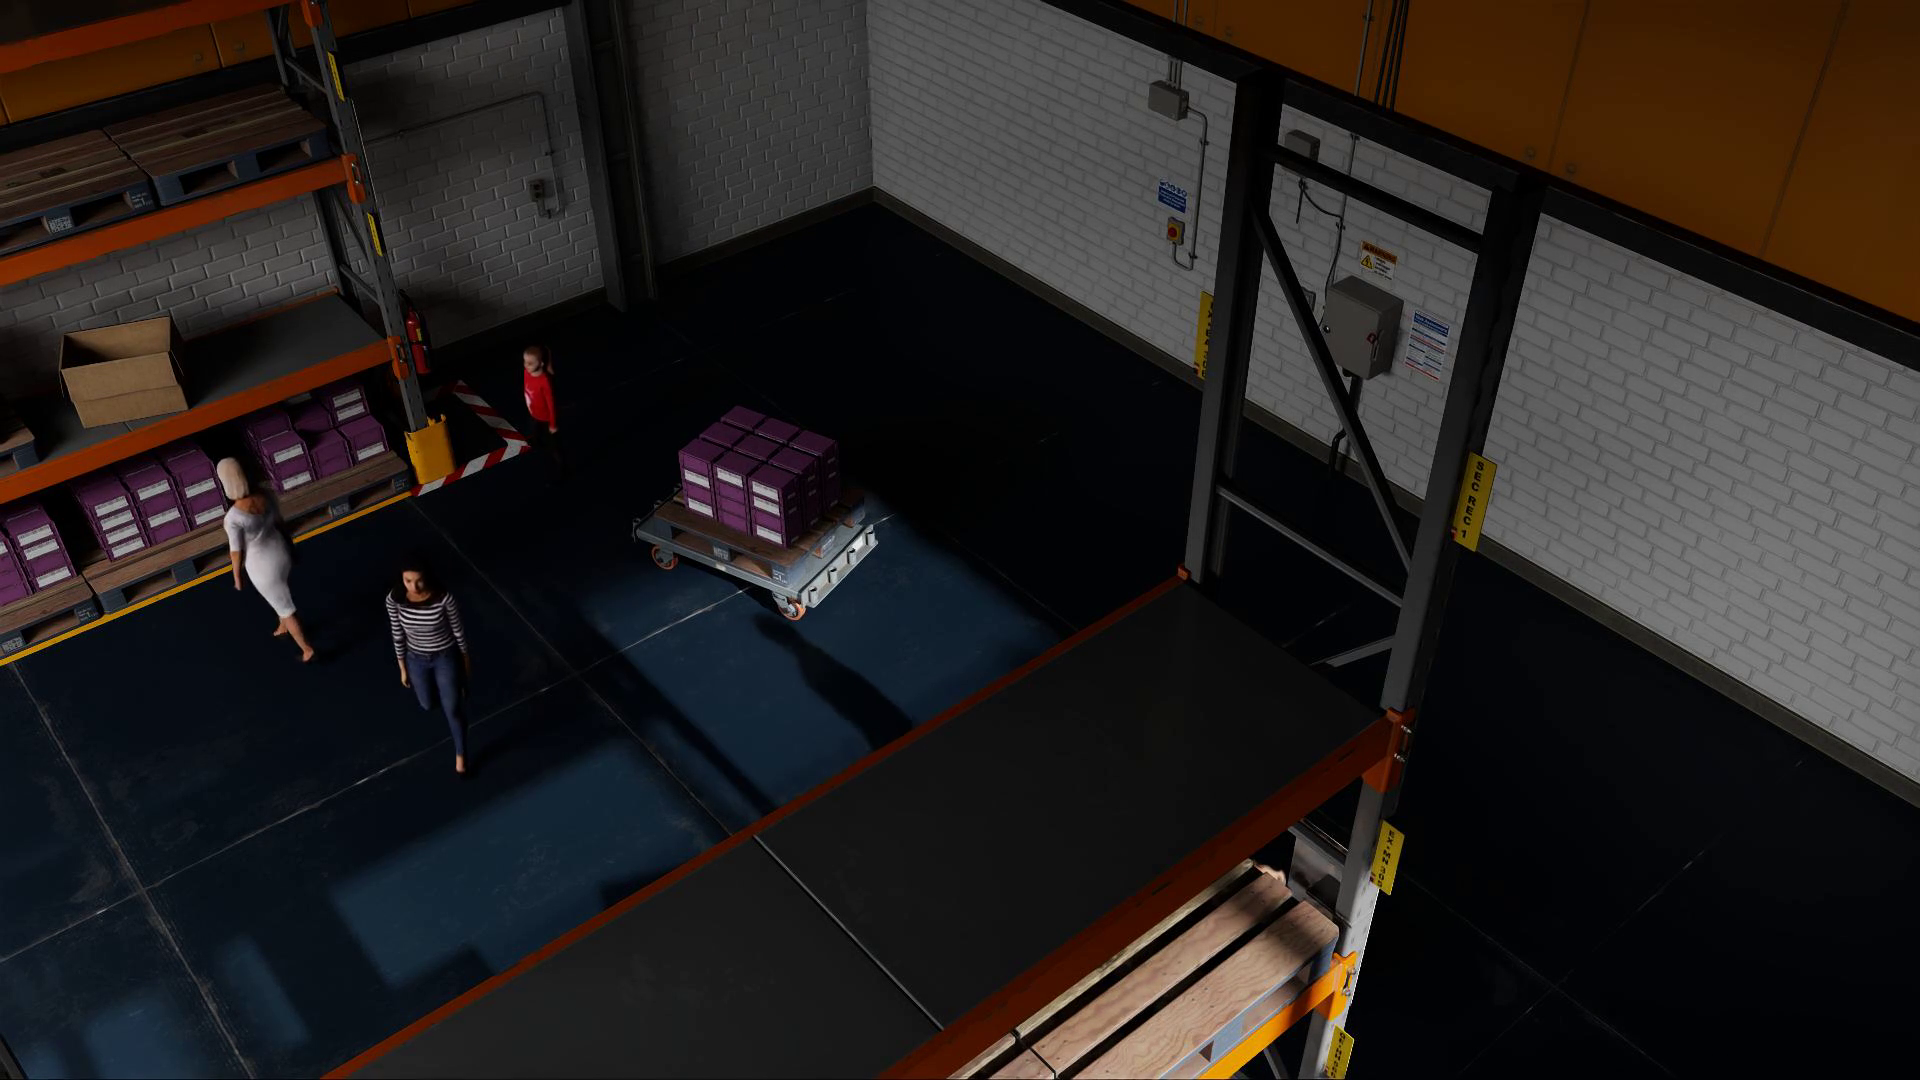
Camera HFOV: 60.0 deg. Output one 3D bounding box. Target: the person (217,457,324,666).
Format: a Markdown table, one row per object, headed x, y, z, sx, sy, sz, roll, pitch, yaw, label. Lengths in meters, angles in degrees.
| x | y | z | sx | sy | sz | roll | pitch | yaw | label |
| --- | --- | --- | --- | --- | --- | --- | --- | --- | --- |
| -4.583 | 0.190 | 11.201 | 0.840 | 1.731 | 0.834 | 15 | 41 | 18 | person |

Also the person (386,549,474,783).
| x | y | z | sx | sy | sz | roll | pitch | yaw | label |
| --- | --- | --- | --- | --- | --- | --- | --- | --- | --- |
| -3.293 | 0.725 | 10.495 | 0.944 | 1.777 | 0.960 | -2 | 39 | -2 | person |

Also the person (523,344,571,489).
| x | y | z | sx | sy | sz | roll | pitch | yaw | label |
| --- | --- | --- | --- | --- | --- | --- | --- | --- | --- |
| -3.214 | -1.008 | 13.068 | 0.530 | 1.274 | 0.557 | 29 | 47 | 32 | person |
